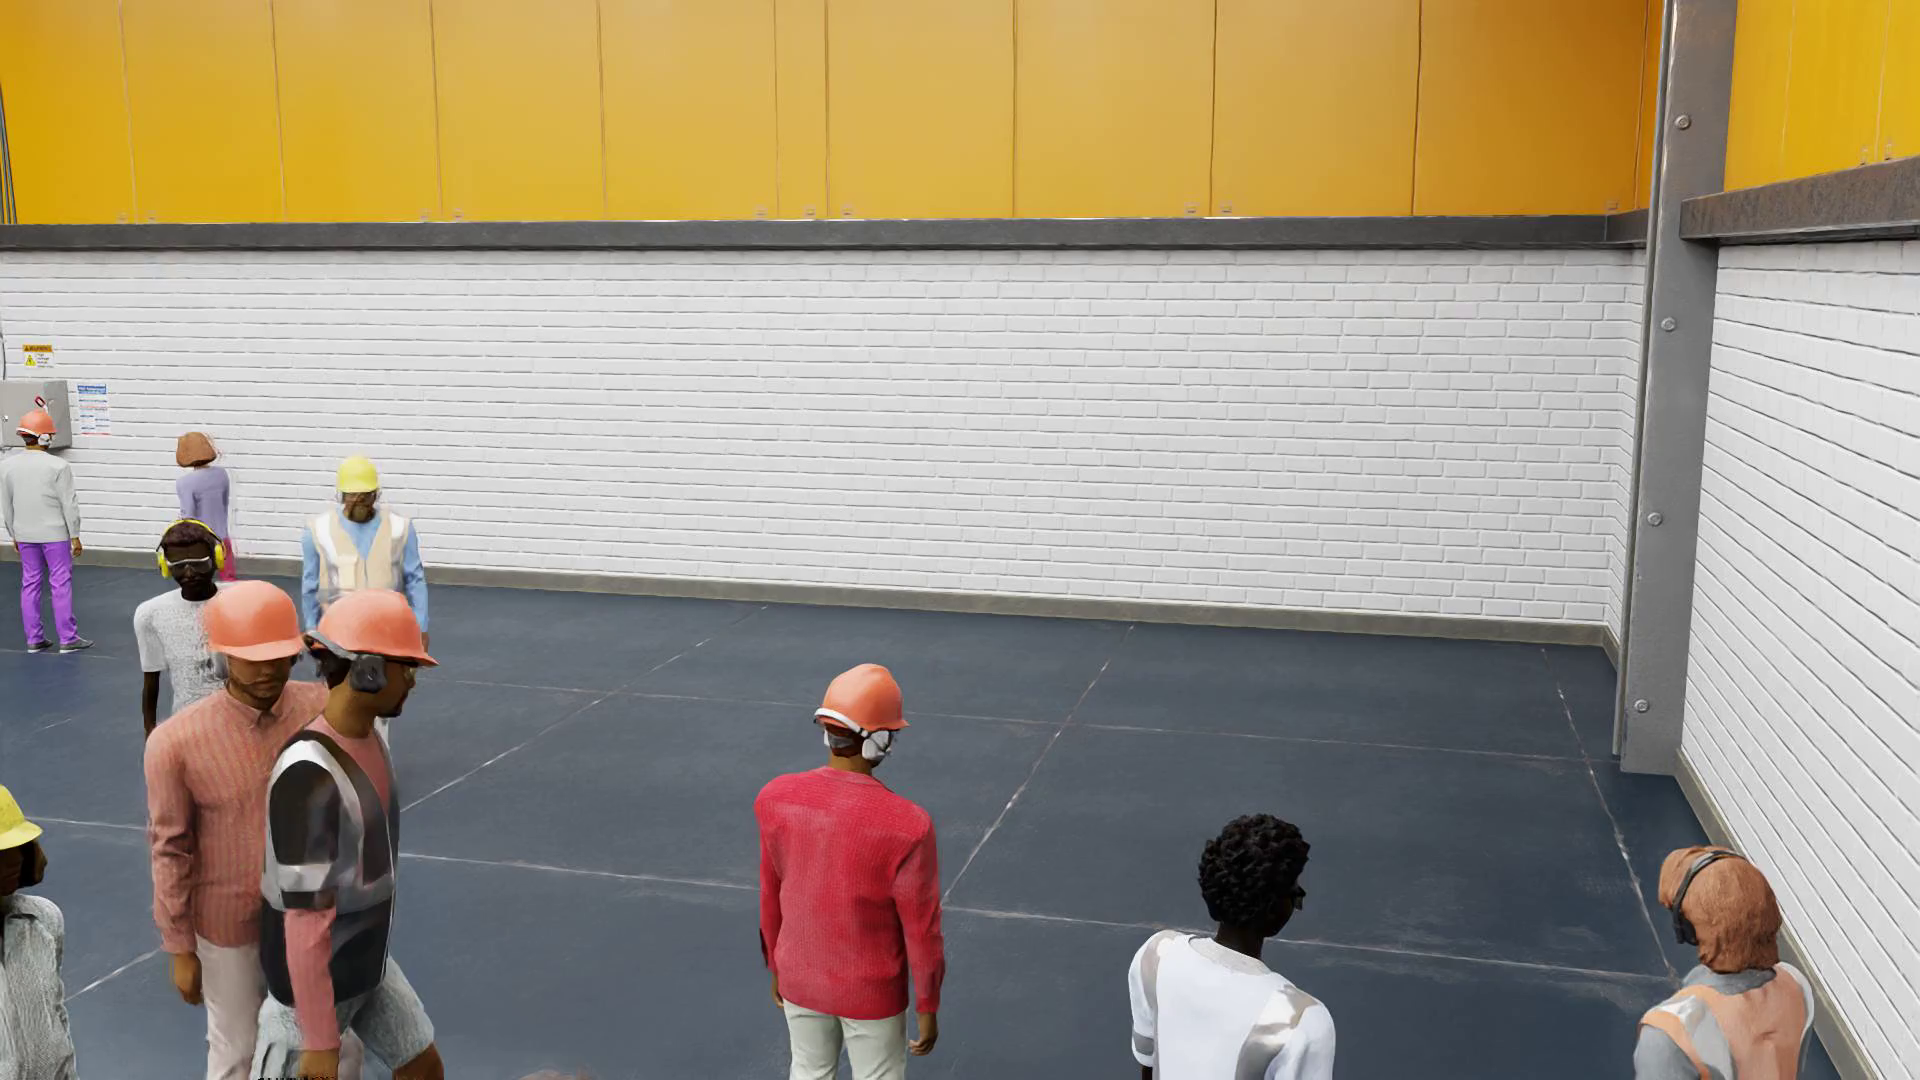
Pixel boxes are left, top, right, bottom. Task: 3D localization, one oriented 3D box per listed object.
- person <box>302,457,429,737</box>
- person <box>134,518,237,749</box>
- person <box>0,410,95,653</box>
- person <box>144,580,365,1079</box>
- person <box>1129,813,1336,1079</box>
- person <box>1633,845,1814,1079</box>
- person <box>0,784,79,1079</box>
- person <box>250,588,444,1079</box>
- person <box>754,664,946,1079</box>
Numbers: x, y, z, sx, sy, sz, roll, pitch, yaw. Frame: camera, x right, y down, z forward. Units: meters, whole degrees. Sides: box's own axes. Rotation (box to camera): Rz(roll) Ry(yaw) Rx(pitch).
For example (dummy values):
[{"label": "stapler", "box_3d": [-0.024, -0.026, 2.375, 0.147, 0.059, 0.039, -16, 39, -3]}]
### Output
[{"label": "person", "box_3d": [-3.138, 0.452, 8.845, 0.623, 1.781, 0.912, -5, 11, -27]}, {"label": "person", "box_3d": [-2.956, 0.805, 6.636, 0.534, 1.828, 0.679, -4, 10, -22]}, {"label": "person", "box_3d": [-6.571, -0.058, 11.955, 0.563, 1.751, 0.330, 1, 10, 6]}, {"label": "person", "box_3d": [-1.974, 1.064, 4.771, 0.627, 1.967, 0.533, -9, 13, -44]}, {"label": "person", "box_3d": [0.573, 1.405, 3.546, 0.320, 1.686, 0.538, -8, 13, -40]}, {"label": "person", "box_3d": [1.562, 1.441, 3.476, 0.515, 1.636, 0.315, -6, 11, -33]}, {"label": "person", "box_3d": [-2.090, 1.361, 3.630, 0.286, 1.746, 0.489, 2, 10, 12]}, {"label": "person", "box_3d": [-1.569, 1.122, 4.351, 0.949, 1.979, 0.693, 0, 10, -1]}, {"label": "person", "box_3d": [-0.290, 1.199, 4.608, 0.574, 1.738, 0.352, 5, 11, 27]}]
